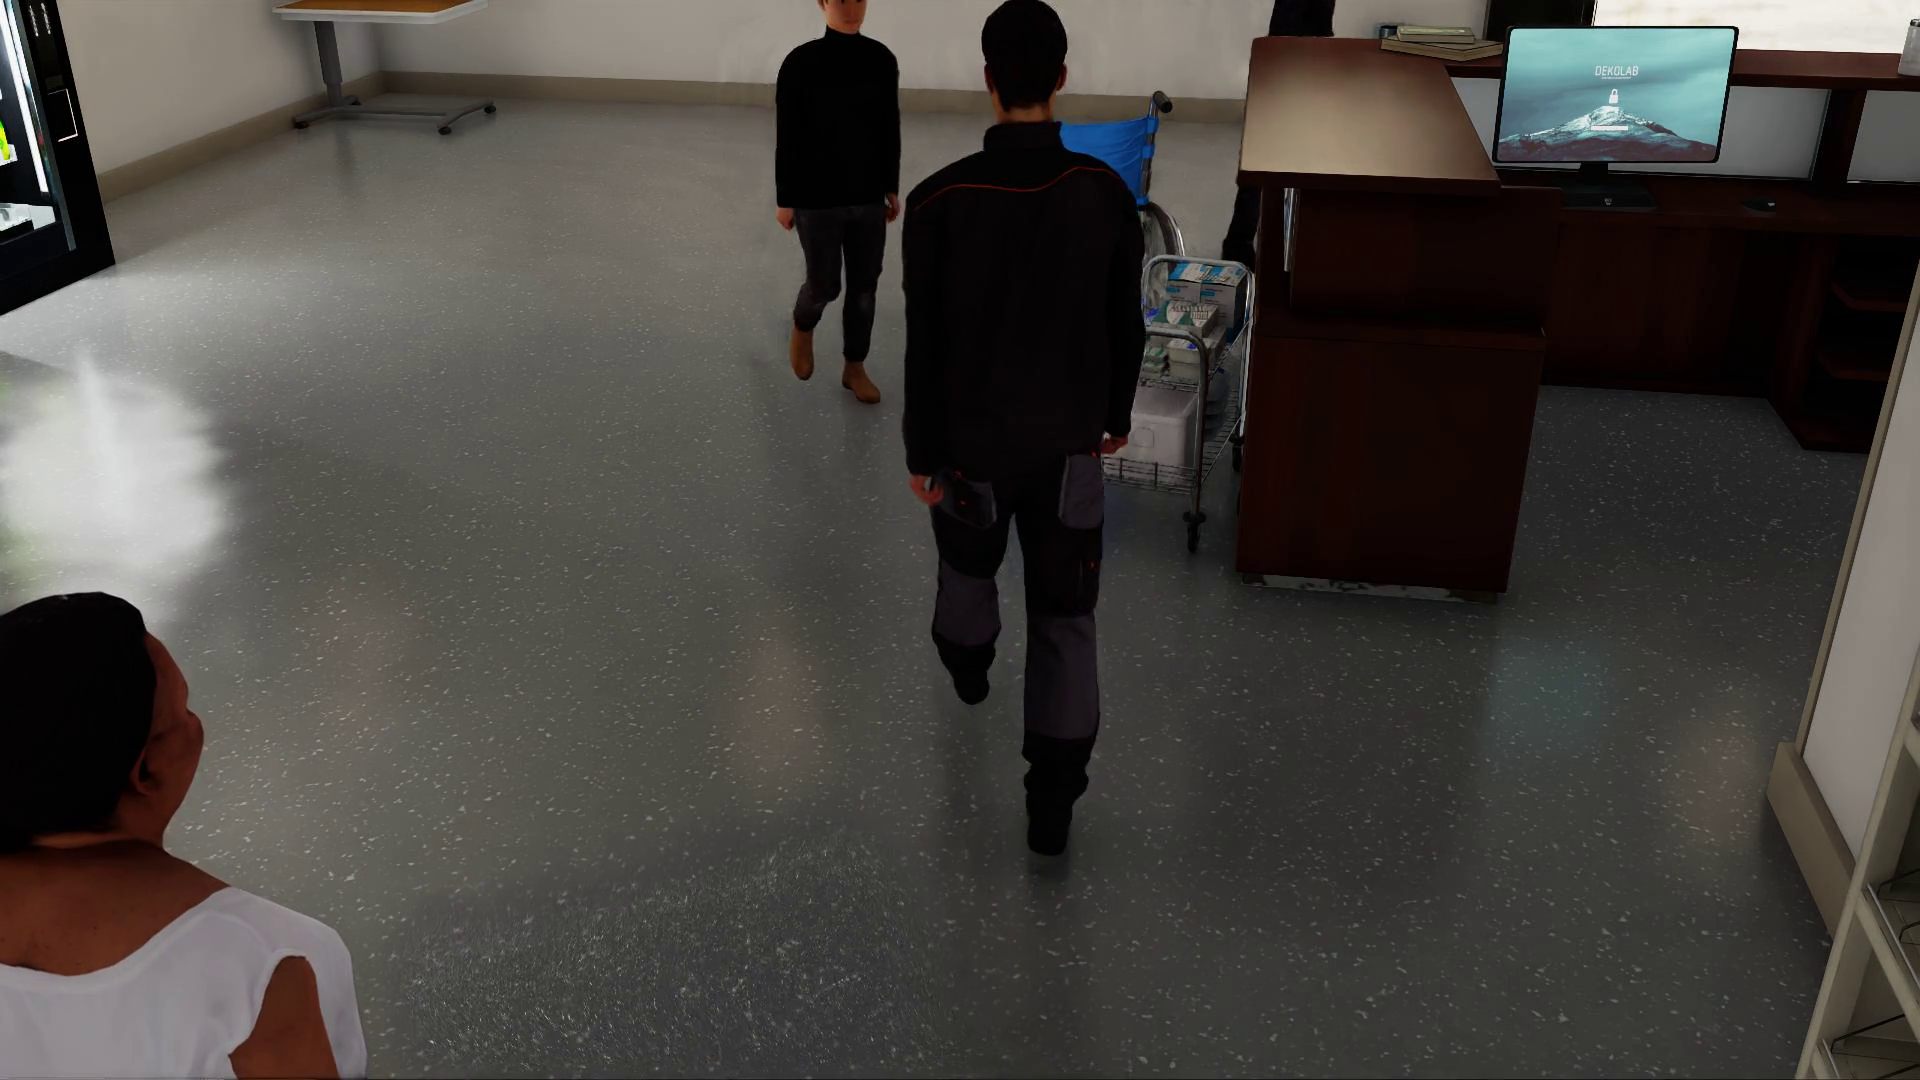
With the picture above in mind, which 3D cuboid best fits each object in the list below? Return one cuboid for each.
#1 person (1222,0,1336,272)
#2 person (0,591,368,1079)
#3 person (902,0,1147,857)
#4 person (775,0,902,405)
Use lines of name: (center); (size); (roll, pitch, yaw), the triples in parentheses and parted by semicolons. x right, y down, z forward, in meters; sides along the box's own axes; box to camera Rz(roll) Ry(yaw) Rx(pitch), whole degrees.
person: (1.499, -2.115, 7.807); (0.793, 1.872, 1.054); (6, 26, 13)
person: (-0.879, 0.824, 1.926); (0.652, 1.686, 0.610); (6, 26, 12)
person: (0.154, -0.186, 3.778); (0.970, 1.897, 1.315); (-3, 26, -6)
person: (-0.494, -1.388, 6.489); (0.854, 1.707, 0.920); (-12, 28, -24)
